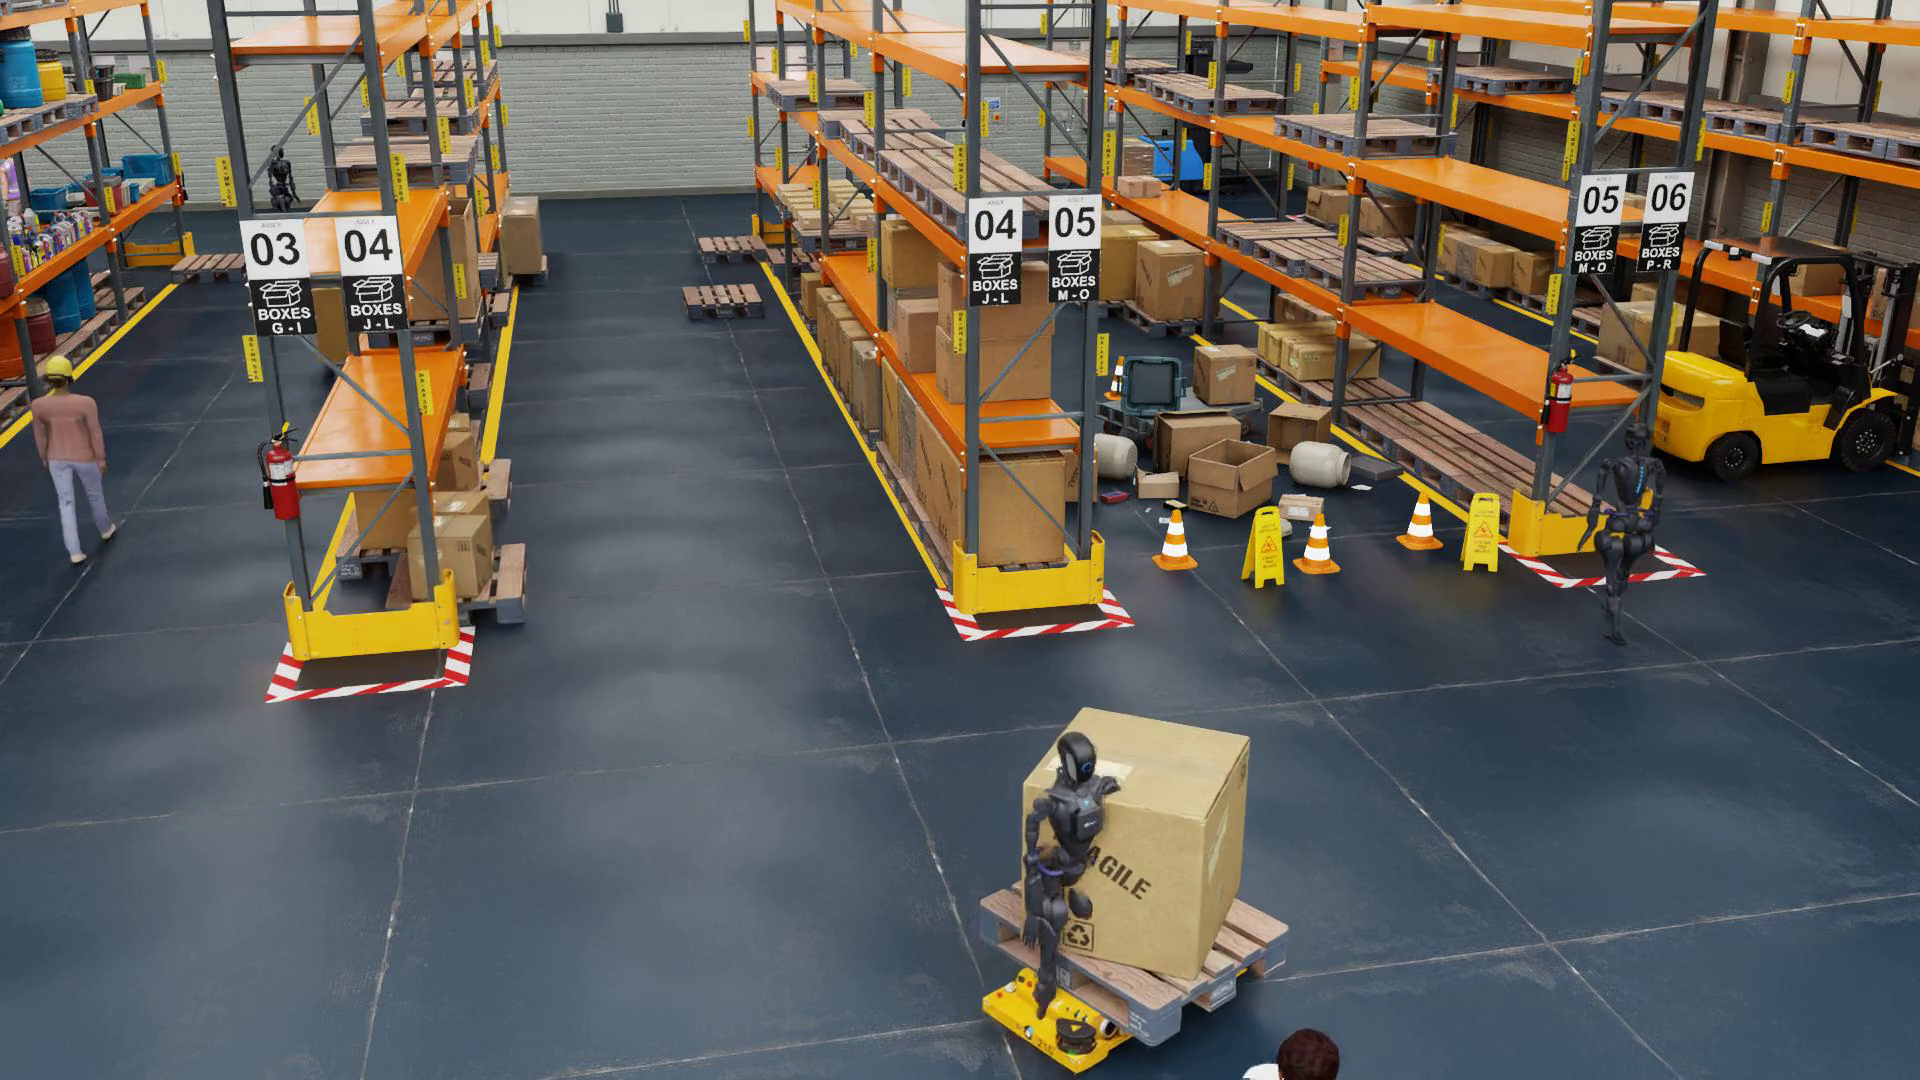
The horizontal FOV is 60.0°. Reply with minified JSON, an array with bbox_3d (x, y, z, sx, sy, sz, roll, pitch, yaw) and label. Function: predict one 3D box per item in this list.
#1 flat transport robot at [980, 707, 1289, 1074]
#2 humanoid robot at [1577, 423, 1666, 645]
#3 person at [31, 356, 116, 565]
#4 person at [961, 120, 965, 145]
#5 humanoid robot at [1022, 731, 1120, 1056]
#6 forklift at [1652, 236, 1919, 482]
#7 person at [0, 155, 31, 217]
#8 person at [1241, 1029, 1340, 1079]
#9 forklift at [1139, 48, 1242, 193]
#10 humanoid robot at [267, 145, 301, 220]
[{"bbox_3d":[0.845,2.160,8.388,1.431,0.231,0.659,-17,26,-39],"label":"flat transport robot"},{"bbox_3d":[4.939,-0.093,12.468,0.586,1.631,0.712,-2,21,-6],"label":"humanoid robot"},{"bbox_3d":[-7.467,-0.703,14.008,0.537,1.713,0.898,-5,21,-13],"label":"person"},{"bbox_3d":[0.149,-6.993,30.980,0.318,1.696,0.534,-1,20,-2],"label":"person"},{"bbox_3d":[0.513,1.610,7.838,0.603,1.639,0.393,-13,24,-30],"label":"humanoid robot"},{"bbox_3d":[8.013,-1.814,16.330,2.313,2.155,1.214,-4,21,-12],"label":"forklift"},{"bbox_3d":[-15.370,-5.564,27.150,0.351,1.688,0.489,11,23,26],"label":"person"},{"bbox_3d":[1.151,2.370,5.556,0.974,1.856,0.608,-12,24,-29],"label":"person"},{"bbox_3d":[4.566,-8.313,32.860,1.873,2.768,1.129,-4,21,-12],"label":"forklift"},{"bbox_3d":[-11.222,-5.738,27.647,0.535,1.642,0.596,6,21,17],"label":"humanoid robot"}]
